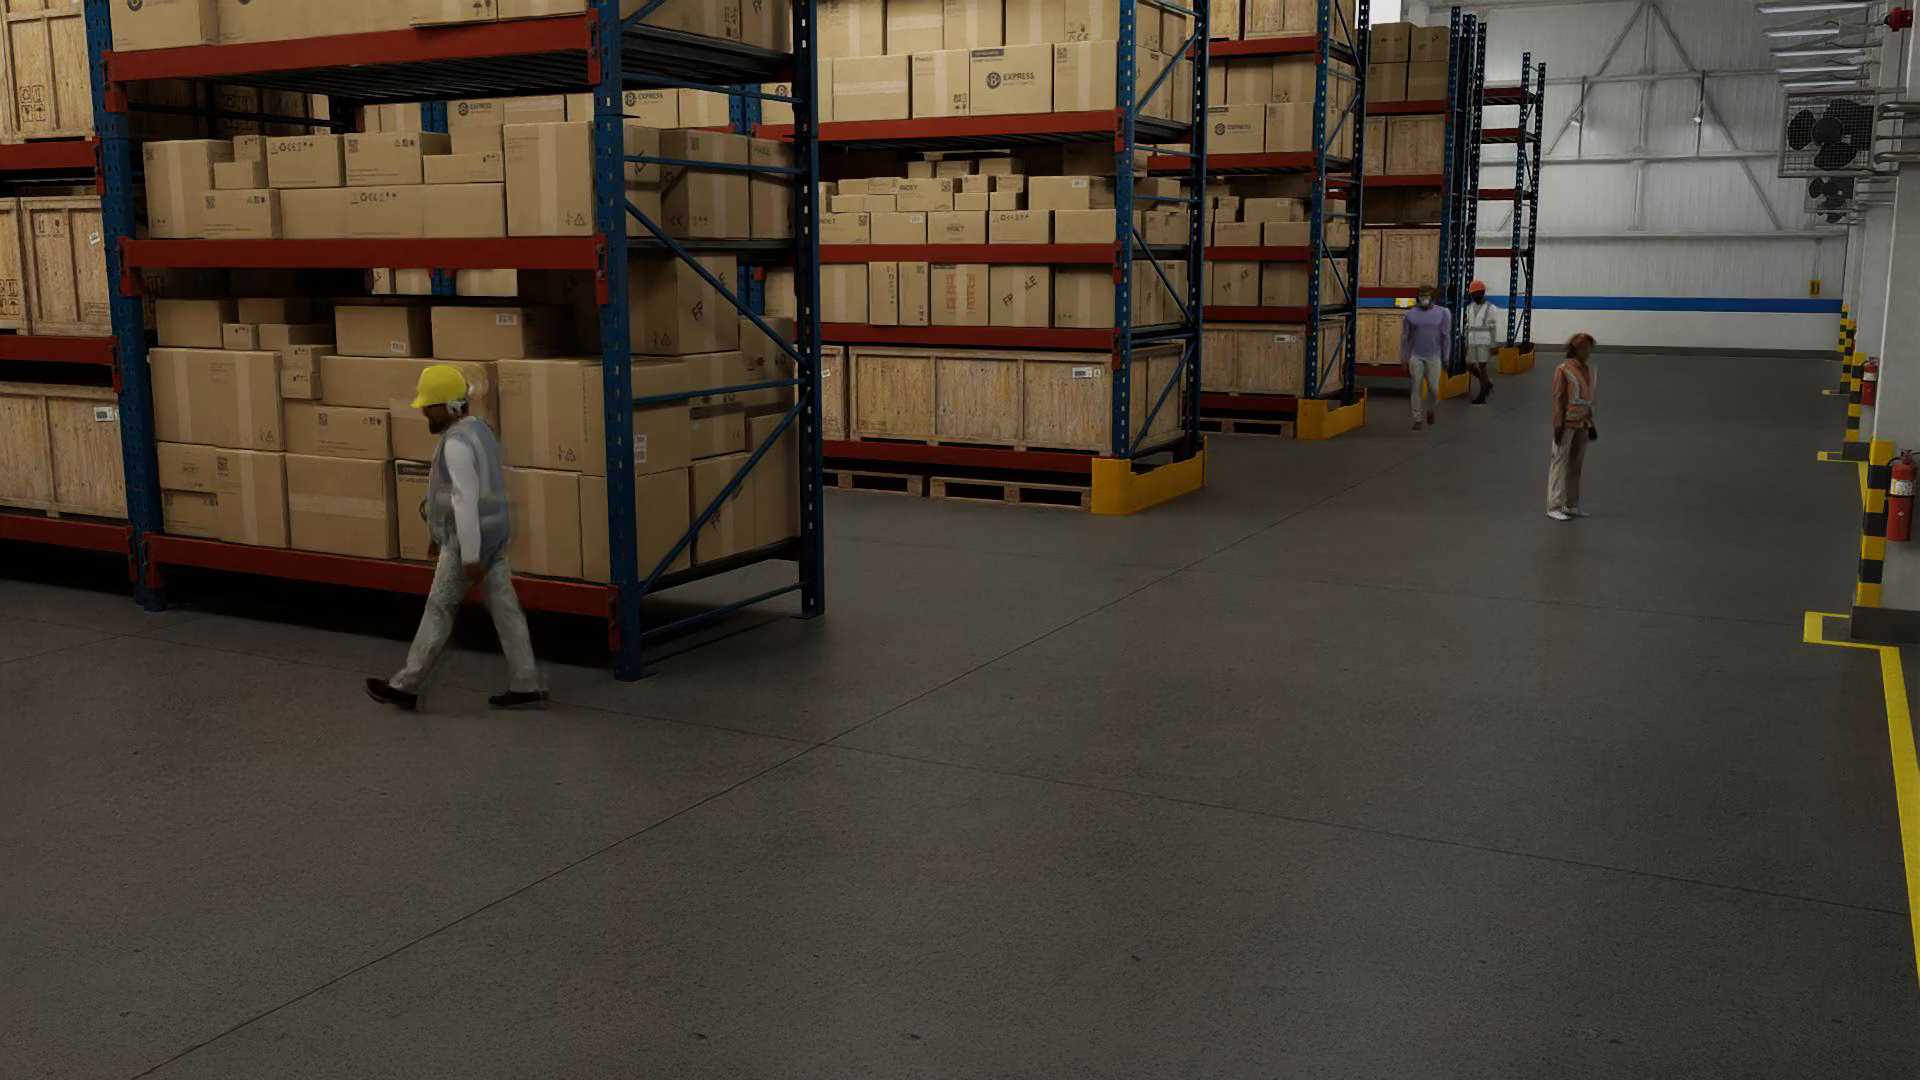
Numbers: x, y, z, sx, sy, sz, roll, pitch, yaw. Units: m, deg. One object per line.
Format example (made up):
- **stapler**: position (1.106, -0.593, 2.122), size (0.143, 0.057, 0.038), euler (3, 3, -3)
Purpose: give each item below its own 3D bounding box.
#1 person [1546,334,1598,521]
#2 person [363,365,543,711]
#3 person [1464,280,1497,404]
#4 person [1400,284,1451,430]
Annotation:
- **person**: position (5.384, -0.985, 14.593), size (0.545, 1.627, 0.337), euler (-6, 12, -33)
- **person**: position (-2.574, 0.005, 8.417), size (0.942, 1.766, 0.589), euler (0, 10, 2)
- **person**: position (8.086, -3.058, 25.736), size (0.560, 1.917, 0.608), euler (-7, 12, -36)
- **person**: position (6.123, -2.404, 21.934), size (0.649, 1.920, 0.466), euler (4, 11, 22)
